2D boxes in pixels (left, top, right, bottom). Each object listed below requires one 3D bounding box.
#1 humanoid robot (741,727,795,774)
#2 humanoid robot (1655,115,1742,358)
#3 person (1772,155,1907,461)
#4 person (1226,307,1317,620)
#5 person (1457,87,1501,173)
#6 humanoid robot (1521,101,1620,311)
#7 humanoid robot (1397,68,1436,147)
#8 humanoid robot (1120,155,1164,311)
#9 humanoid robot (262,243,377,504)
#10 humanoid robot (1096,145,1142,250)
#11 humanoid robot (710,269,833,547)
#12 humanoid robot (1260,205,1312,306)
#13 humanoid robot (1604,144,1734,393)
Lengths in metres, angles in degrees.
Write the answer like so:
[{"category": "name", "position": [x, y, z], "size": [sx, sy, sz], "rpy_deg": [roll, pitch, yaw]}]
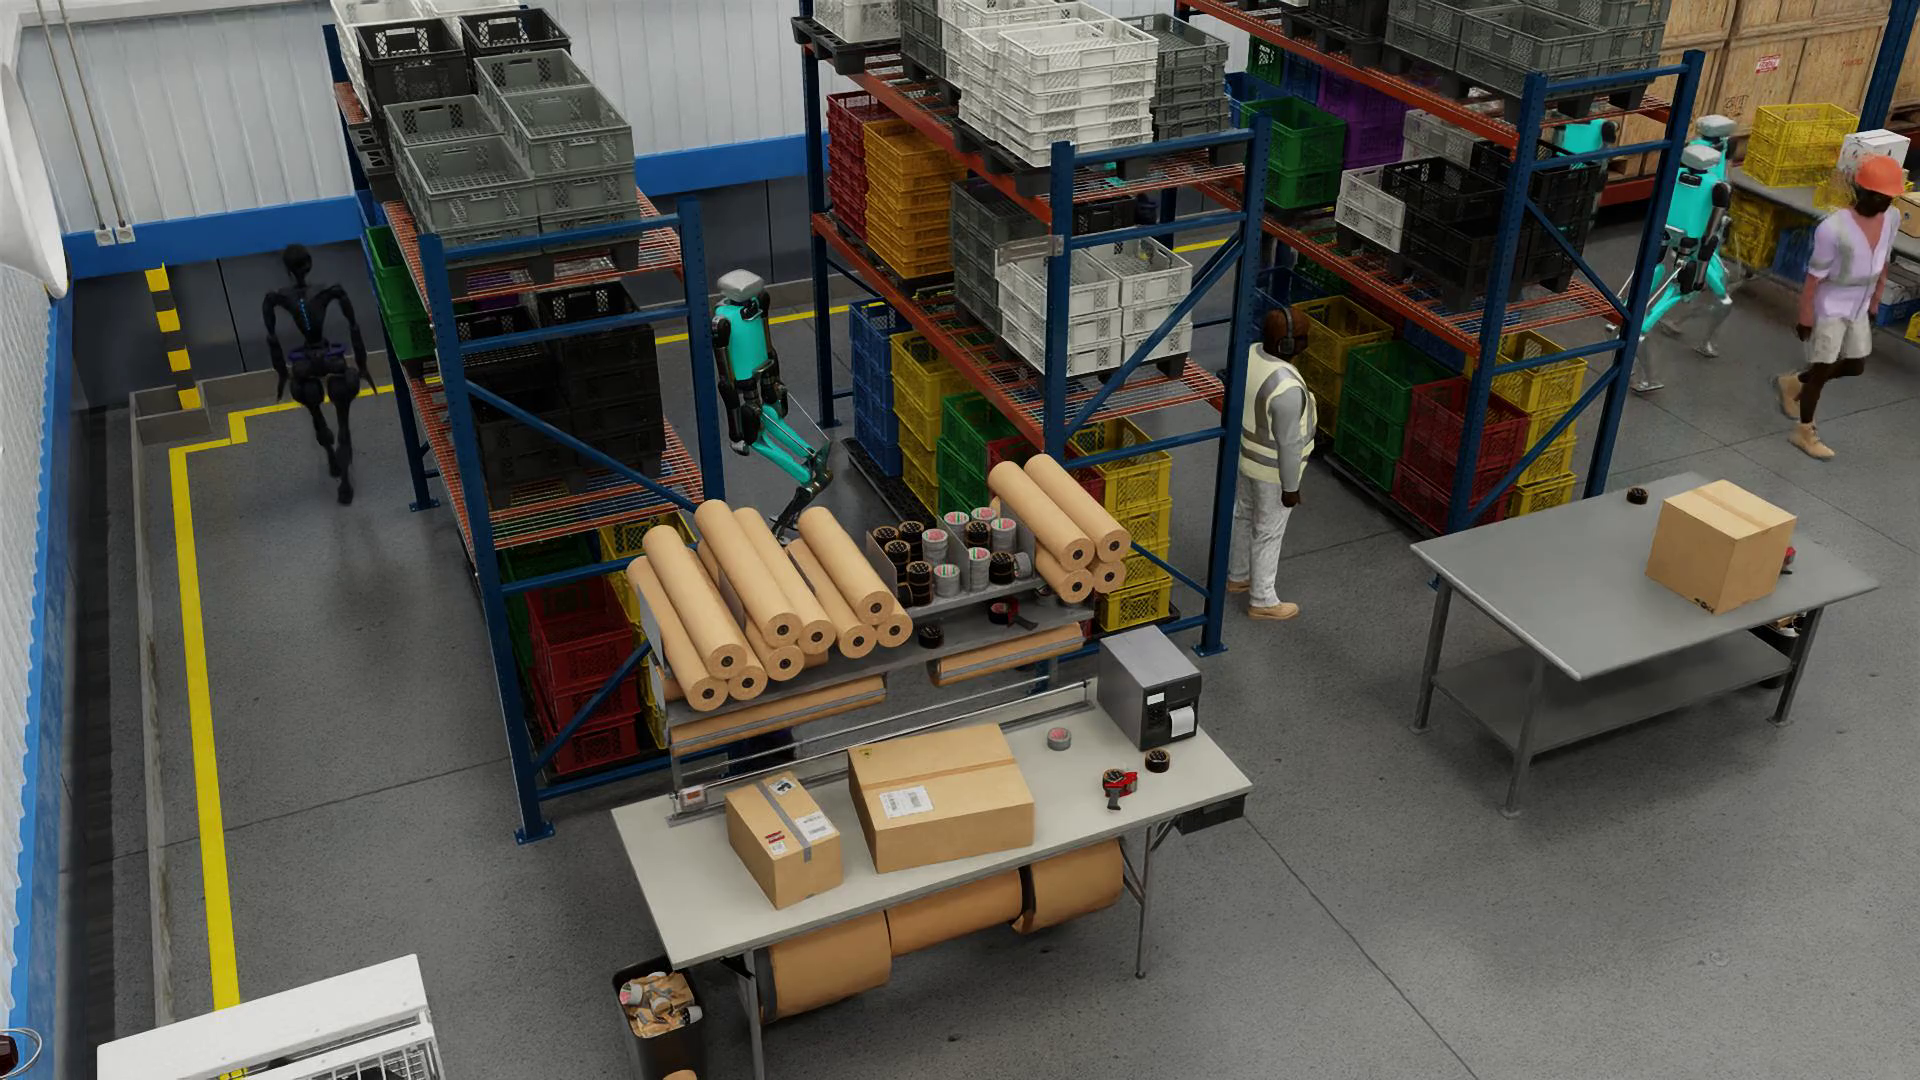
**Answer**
[{"category": "humanoid robot", "position": [-0.909, 0.877, 7.220], "size": [0.670, 1.633, 0.603], "rpy_deg": [0, 32, 0]}, {"category": "humanoid robot", "position": [5.499, -2.124, 12.034], "size": [0.531, 1.763, 0.899], "rpy_deg": [-16, 35, -25]}, {"category": "person", "position": [5.678, -1.522, 10.762], "size": [0.617, 2.028, 0.572], "rpy_deg": [-12, 34, -18]}, {"category": "person", "position": [1.717, -0.423, 9.157], "size": [0.429, 1.844, 0.625], "rpy_deg": [-8, 33, -13]}, {"category": "person", "position": [4.175, -3.225, 13.707], "size": [0.899, 1.849, 0.616], "rpy_deg": [15, 35, 22]}, {"category": "humanoid robot", "position": [4.528, -2.513, 12.707], "size": [1.061, 1.764, 0.545], "rpy_deg": [-22, 38, -32]}, {"category": "humanoid robot", "position": [3.659, -3.249, 13.895], "size": [0.608, 1.657, 0.306], "rpy_deg": [3, 32, 5]}, {"category": "humanoid robot", "position": [1.328, -2.355, 12.458], "size": [0.620, 1.647, 0.448], "rpy_deg": [16, 35, 24]}, {"category": "humanoid robot", "position": [-3.977, -1.068, 10.376], "size": [0.601, 1.635, 0.661], "rpy_deg": [-7, 32, -12]}, {"category": "humanoid robot", "position": [0.927, -2.238, 12.199], "size": [0.854, 1.756, 0.567], "rpy_deg": [-10, 33, -16]}, {"category": "humanoid robot", "position": [-1.025, -0.719, 9.610], "size": [0.735, 1.677, 0.533], "rpy_deg": [14, 34, 21]}, {"category": "humanoid robot", "position": [2.468, -2.562, 12.785], "size": [0.589, 1.663, 0.334], "rpy_deg": [-12, 34, -18]}, {"category": "humanoid robot", "position": [4.783, -1.836, 11.456], "size": [0.721, 1.691, 0.532], "rpy_deg": [-20, 37, -29]}]
